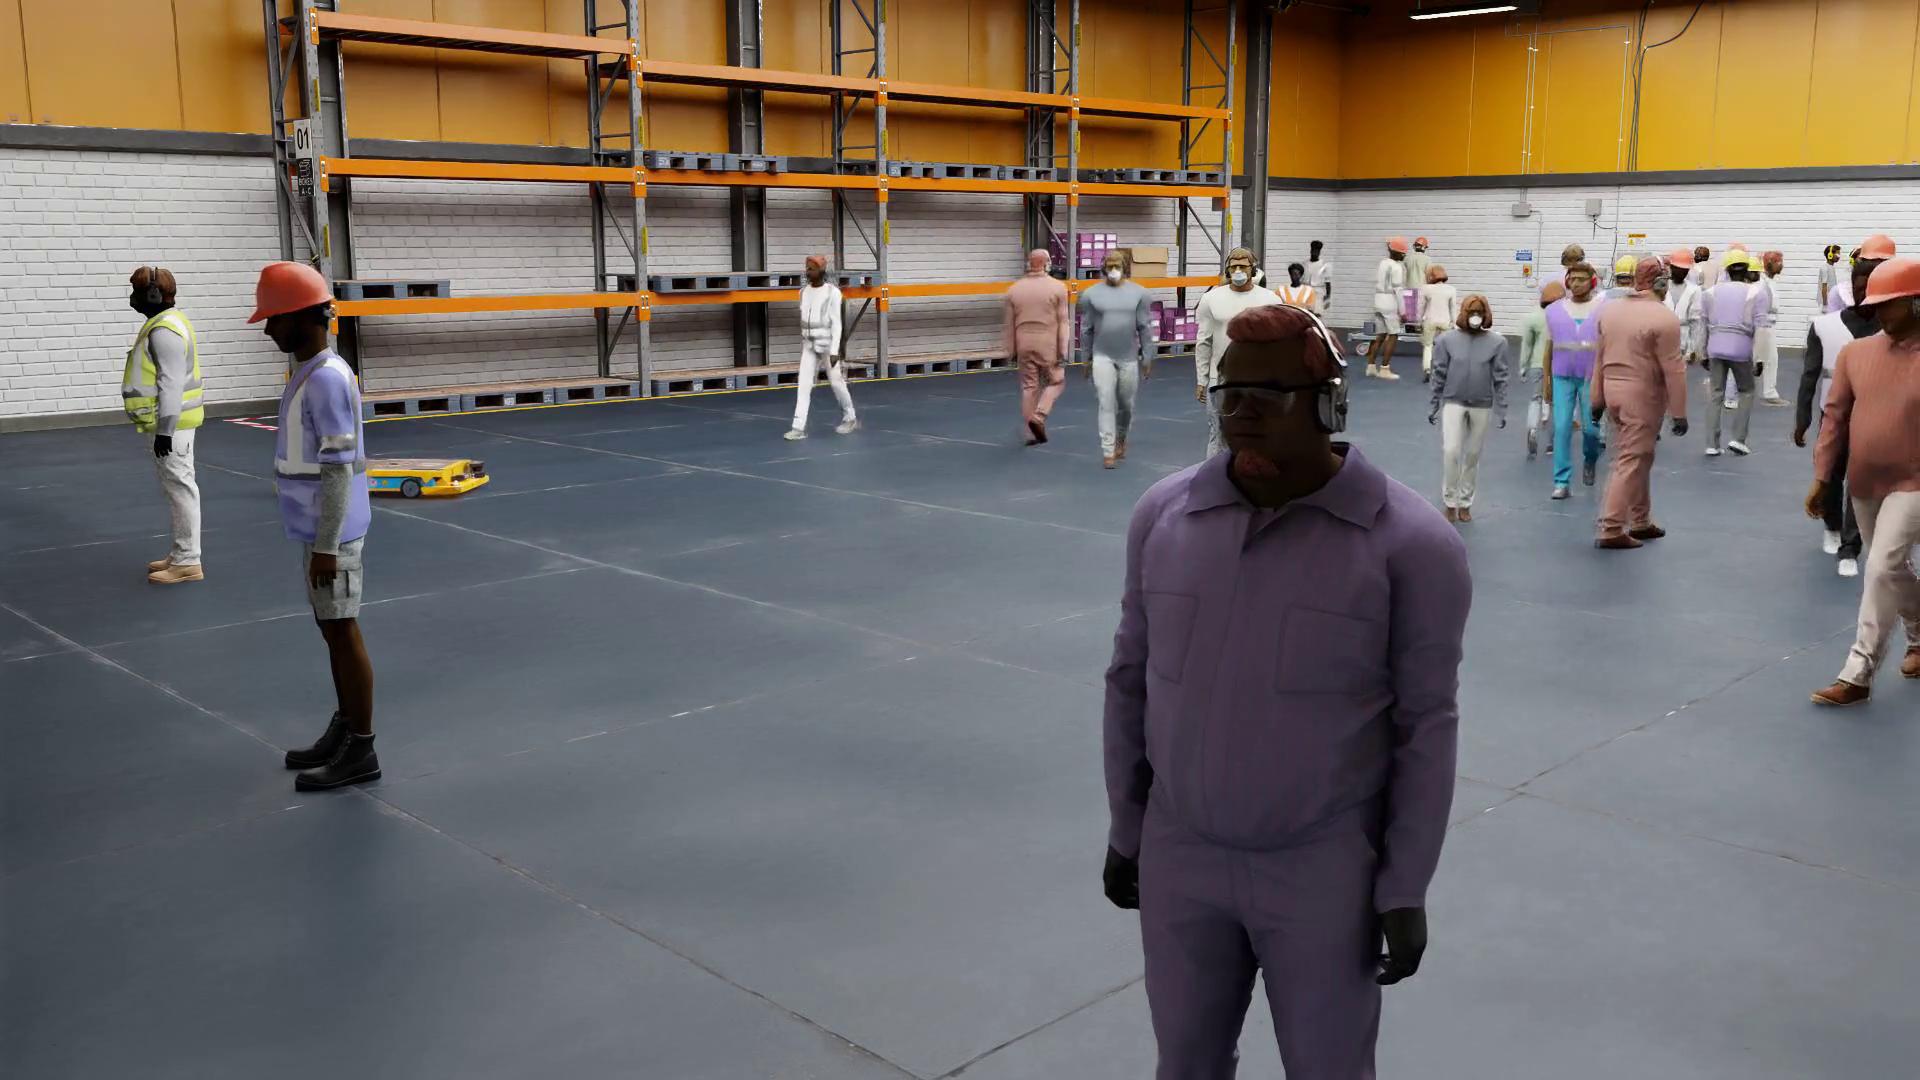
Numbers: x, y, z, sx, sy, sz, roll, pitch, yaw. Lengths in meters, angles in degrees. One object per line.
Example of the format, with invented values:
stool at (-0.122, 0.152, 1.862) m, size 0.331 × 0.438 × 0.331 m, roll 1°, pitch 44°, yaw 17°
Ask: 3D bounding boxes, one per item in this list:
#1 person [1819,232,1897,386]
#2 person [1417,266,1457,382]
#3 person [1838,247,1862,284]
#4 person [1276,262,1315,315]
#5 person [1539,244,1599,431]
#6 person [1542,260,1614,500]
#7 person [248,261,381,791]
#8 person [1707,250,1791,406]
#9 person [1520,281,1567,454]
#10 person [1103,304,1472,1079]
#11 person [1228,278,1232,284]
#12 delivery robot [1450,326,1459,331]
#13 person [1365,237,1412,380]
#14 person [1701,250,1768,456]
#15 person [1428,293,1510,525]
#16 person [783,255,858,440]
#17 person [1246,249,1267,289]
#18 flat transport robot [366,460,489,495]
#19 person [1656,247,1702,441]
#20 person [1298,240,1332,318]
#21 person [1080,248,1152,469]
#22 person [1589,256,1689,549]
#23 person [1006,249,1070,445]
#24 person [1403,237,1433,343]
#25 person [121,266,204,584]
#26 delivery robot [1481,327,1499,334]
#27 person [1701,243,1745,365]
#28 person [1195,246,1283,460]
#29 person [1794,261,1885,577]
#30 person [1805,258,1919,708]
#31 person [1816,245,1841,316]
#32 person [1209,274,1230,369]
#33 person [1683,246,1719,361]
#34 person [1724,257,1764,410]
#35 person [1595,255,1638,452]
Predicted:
person at (6.811, -1.275, 12.498) m, size 0.614 × 2.038 × 0.396 m, roll 4°, pitch 11°, yaw 20°
person at (6.565, -2.951, 22.898) m, size 0.544 × 1.632 × 0.579 m, roll 2°, pitch 11°, yaw 13°
person at (11.316, -2.759, 21.072) m, size 0.538 × 1.864 × 0.312 m, roll -4°, pitch 11°, yaw -19°
person at (4.395, -2.811, 21.871) m, size 0.538 × 1.681 × 0.650 m, roll 3°, pitch 11°, yaw 14°
person at (6.290, -2.091, 17.256) m, size 0.391 × 1.925 × 0.643 m, roll -9°, pitch 14°, yaw -41°
person at (4.798, -1.243, 12.877) m, size 0.577 × 1.832 × 0.614 m, roll 5°, pitch 12°, yaw 27°
person at (-2.359, -0.047, 6.109) m, size 0.368 × 1.929 × 0.542 m, roll -5°, pitch 12°, yaw -25°
person at (9.480, -2.526, 19.858) m, size 0.856 × 1.854 × 0.575 m, roll 8°, pitch 13°, yaw 38°
person at (5.398, -1.563, 15.262) m, size 0.507 × 1.620 × 0.651 m, roll 5°, pitch 11°, yaw 24°
person at (0.529, 0.546, 2.932) m, size 0.642 × 1.909 × 0.408 m, roll 6°, pitch 12°, yaw 31°
person at (2.735, -1.823, 16.269) m, size 0.555 × 1.753 × 0.391 m, roll 4°, pitch 11°, yaw 23°
delivery robot at (8.530, -3.512, 28.495) m, size 0.707 × 0.478 × 0.477 m, roll -7°, pitch 13°, yaw -35°
person at (6.014, -3.235, 23.307) m, size 0.465 × 2.015 × 0.642 m, roll -2°, pitch 11°, yaw -9°
person at (7.097, -1.709, 15.288) m, size 0.607 × 1.884 × 0.617 m, roll 10°, pitch 14°, yaw 42°
person at (3.560, -0.906, 11.622) m, size 0.530 × 1.610 × 0.585 m, roll 2°, pitch 11°, yaw 11°
person at (-1.385, -1.940, 16.703) m, size 0.584 × 1.836 × 1.009 m, roll 8°, pitch 13°, yaw 36°
person at (4.147, -3.302, 24.182) m, size 0.652 × 1.805 × 0.882 m, roll 3°, pitch 11°, yaw 17°
flat transport robot at (-4.527, -0.503, 13.117) m, size 1.431 × 0.197 × 0.652 m, roll 1°, pitch 10°, yaw 3°
person at (6.968, -1.908, 16.314) m, size 0.572 × 1.901 × 0.715 m, roll 1°, pitch 10°, yaw 5°
person at (6.055, -4.202, 28.735) m, size 0.673 × 1.938 × 0.434 m, roll 6°, pitch 12°, yaw 31°
person at (1.370, -1.613, 14.703) m, size 0.638 × 1.912 × 0.852 m, roll 1°, pitch 10°, yaw 4°
person at (4.487, -0.880, 10.762) m, size 0.777 × 1.880 × 0.681 m, roll -3°, pitch 11°, yaw -17°
person at (0.756, -1.842, 15.977) m, size 0.661 × 1.890 × 0.450 m, roll 5°, pitch 12°, yaw 27°
person at (8.686, -4.733, 31.499) m, size 0.610 × 1.986 × 0.387 m, roll 10°, pitch 14°, yaw 43°
person at (-4.659, -0.672, 9.751) m, size 0.429 × 1.845 × 0.621 m, roll -4°, pitch 11°, yaw -22°
delivery robot at (8.615, -3.381, 27.779) m, size 0.707 × 0.478 × 0.477 m, roll 7°, pitch 12°, yaw 32°
person at (11.845, -3.569, 25.363) m, size 0.870 × 1.914 × 0.544 m, roll 9°, pitch 14°, yaw 42°
person at (2.026, -1.158, 12.138) m, size 0.630 × 1.940 × 0.373 m, roll 2°, pitch 11°, yaw 13°
person at (5.487, -0.770, 10.233) m, size 0.600 × 1.882 × 0.996 m, roll 6°, pitch 12°, yaw 28°
person at (4.159, -0.269, 7.332) m, size 1.066 × 1.942 × 0.601 m, roll -6°, pitch 12°, yaw -29°
person at (13.763, -3.735, 26.382) m, size 0.328 × 1.871 × 0.513 m, roll 7°, pitch 12°, yaw 32°
person at (2.862, -2.060, 17.923) m, size 0.519 × 1.626 × 0.432 m, roll 3°, pitch 11°, yaw 15°
person at (11.901, -3.804, 26.835) m, size 0.626 × 1.844 × 0.429 m, roll -6°, pitch 12°, yaw -30°
person at (9.145, -2.402, 19.393) m, size 0.316 × 1.767 × 0.535 m, roll 5°, pitch 11°, yaw 25°
person at (6.154, -1.717, 15.465) m, size 0.591 × 1.837 × 0.403 m, roll 6°, pitch 12°, yaw 29°
